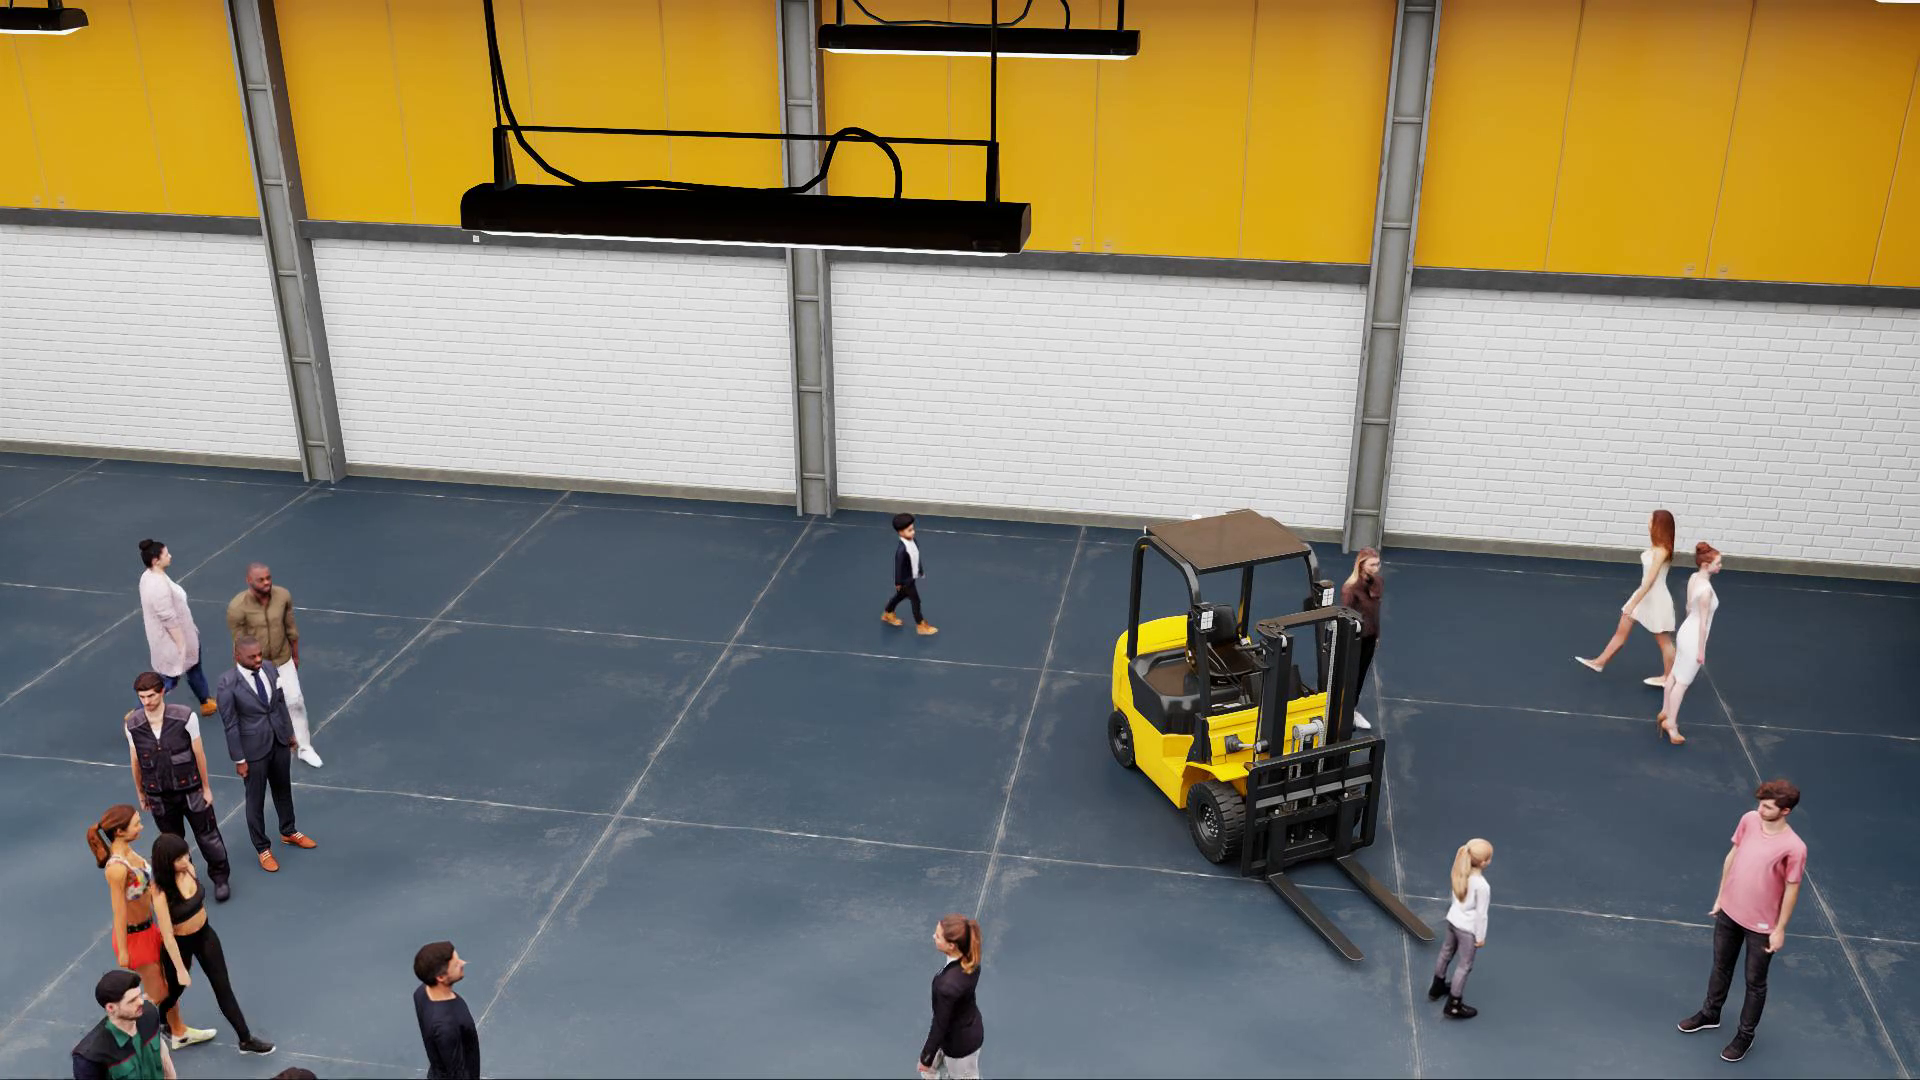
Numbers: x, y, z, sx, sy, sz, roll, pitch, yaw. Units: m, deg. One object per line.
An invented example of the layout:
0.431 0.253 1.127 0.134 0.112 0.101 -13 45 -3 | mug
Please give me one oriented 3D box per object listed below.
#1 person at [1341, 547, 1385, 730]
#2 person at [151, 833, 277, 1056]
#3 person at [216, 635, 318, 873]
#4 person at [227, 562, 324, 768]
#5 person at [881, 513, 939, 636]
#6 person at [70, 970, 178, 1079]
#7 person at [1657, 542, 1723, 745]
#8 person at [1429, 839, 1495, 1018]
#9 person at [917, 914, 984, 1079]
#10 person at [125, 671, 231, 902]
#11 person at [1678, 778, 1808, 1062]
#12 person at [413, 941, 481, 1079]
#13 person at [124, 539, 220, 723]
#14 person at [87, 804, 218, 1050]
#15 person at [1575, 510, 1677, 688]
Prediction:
3.345 0.830 14.006 0.658 1.703 0.725 -15 28 -30 | person
-4.842 2.512 10.282 1.115 1.602 0.660 7 25 15 | person
-5.152 1.523 12.268 0.735 1.826 0.771 13 27 27 | person
-5.669 0.988 13.520 0.959 1.802 1.021 -20 31 -38 | person
-0.555 0.308 15.828 0.868 1.200 0.580 8 25 17 | person
-4.432 3.048 8.714 0.684 1.876 0.686 5 24 12 | person
6.076 0.849 13.849 0.481 1.793 0.574 4 24 10 | person
3.250 2.487 10.753 0.587 1.273 0.563 -6 24 -14 | person
0.075 2.857 9.362 0.875 1.708 0.594 4 24 10 | person
-5.532 1.735 11.757 0.648 1.846 0.787 -5 24 -11 | person
4.918 2.309 10.296 0.758 1.963 0.725 -12 26 -25 | person
-2.714 2.956 8.932 0.762 1.870 0.716 -14 27 -29 | person
-6.725 0.828 13.995 1.194 1.715 1.069 -12 26 -25 | person
-5.041 2.445 10.218 1.011 1.778 0.905 -11 26 -23 | person
6.206 0.564 14.658 1.083 1.667 0.570 5 24 11 | person
